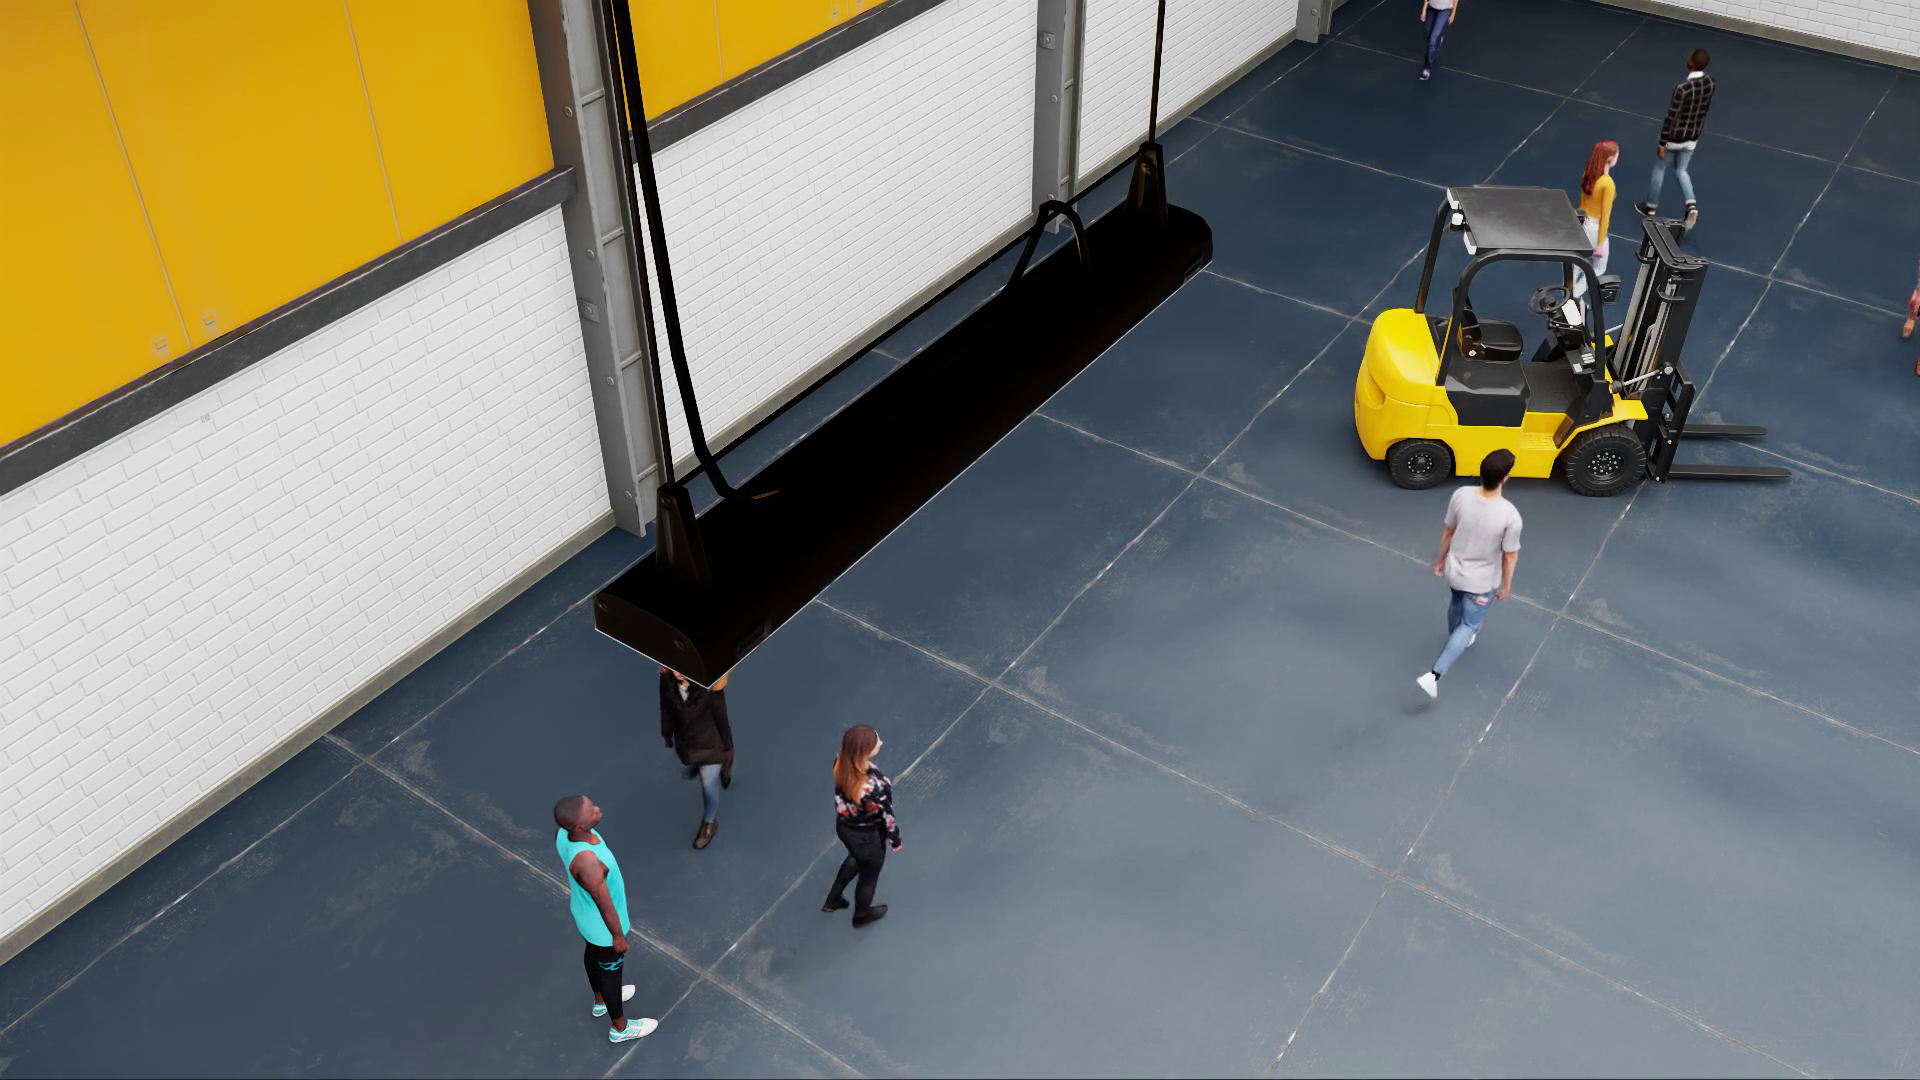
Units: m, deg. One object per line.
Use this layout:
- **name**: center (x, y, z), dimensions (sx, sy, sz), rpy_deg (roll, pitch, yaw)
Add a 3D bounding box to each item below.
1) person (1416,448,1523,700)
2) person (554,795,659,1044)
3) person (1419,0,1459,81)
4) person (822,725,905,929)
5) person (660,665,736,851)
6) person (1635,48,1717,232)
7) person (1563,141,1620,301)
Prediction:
- **person**: center (3.373, 0.243, 11.099), dimensions (1.199, 1.857, 0.806), rpy_deg (-32, 48, -34)
- **person**: center (-1.949, 2.013, 8.920), dimensions (0.640, 1.811, 0.674), rpy_deg (-22, 43, -25)
- **person**: center (5.620, -6.222, 19.446), dimensions (0.589, 1.543, 0.964), rpy_deg (21, 43, 24)
- **person**: center (-0.621, 1.684, 9.443), dimensions (0.728, 1.672, 0.686), rpy_deg (-26, 45, -29)
- **person**: center (-1.554, 1.149, 10.155), dimensions (0.769, 1.620, 0.934), rpy_deg (13, 40, 15)
- **person**: center (7.134, -3.904, 16.335), dimensions (1.076, 1.804, 1.097), rpy_deg (-11, 40, -13)
- **person**: center (5.578, -2.737, 14.925), dimensions (0.776, 1.741, 0.739), rpy_deg (-12, 40, -15)
